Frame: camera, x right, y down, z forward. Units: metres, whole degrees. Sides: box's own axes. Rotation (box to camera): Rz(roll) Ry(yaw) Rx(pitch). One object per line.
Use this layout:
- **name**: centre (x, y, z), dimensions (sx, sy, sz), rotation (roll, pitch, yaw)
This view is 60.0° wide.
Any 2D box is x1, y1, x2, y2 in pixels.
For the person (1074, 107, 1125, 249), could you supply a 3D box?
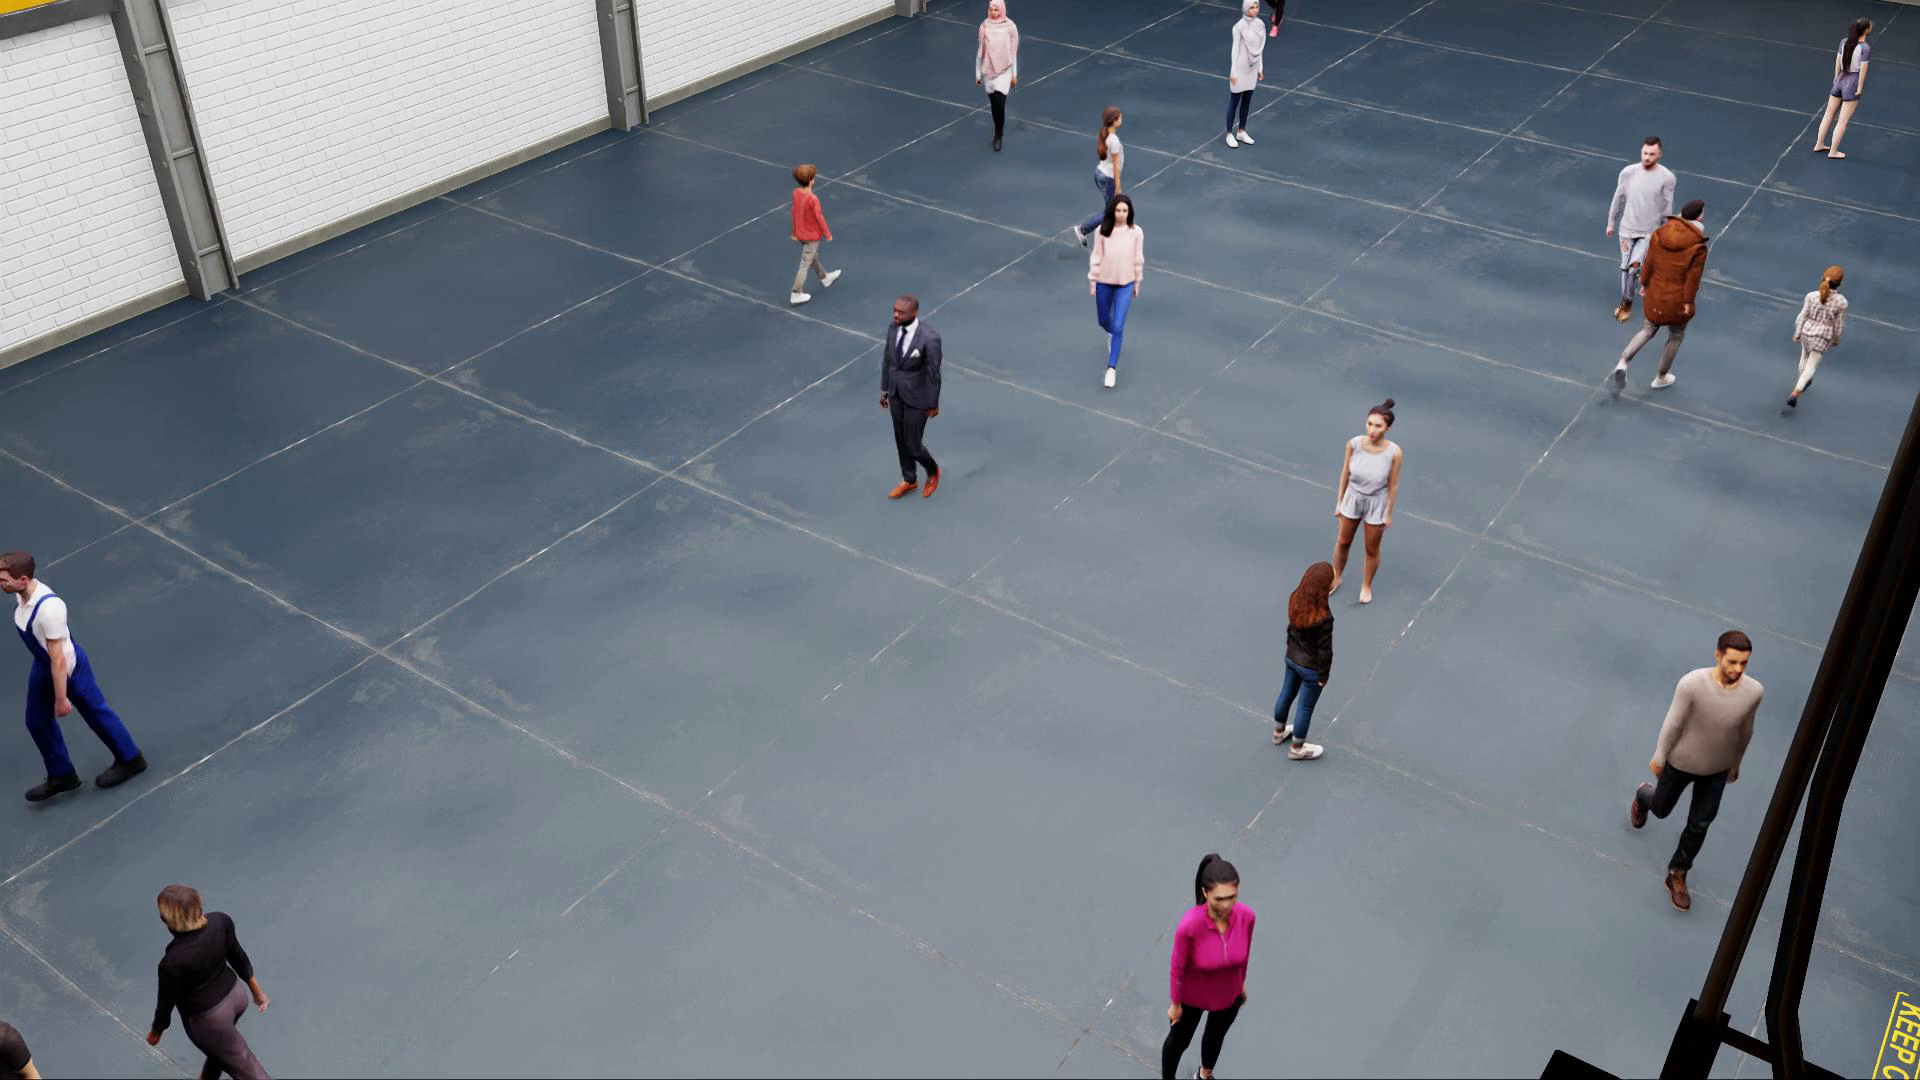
- **person**: centre (1.517, -3.768, 17.443), dimensions (0.956, 1.552, 0.849), rotation (-10, 35, -14)

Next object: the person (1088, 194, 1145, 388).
- **person**: centre (1.405, -2.326, 15.101), dimensions (0.939, 1.742, 1.212), rotation (7, 34, 10)

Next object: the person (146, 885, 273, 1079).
- **person**: centre (-3.534, 2.379, 8.134), dimensions (0.947, 1.620, 1.088), rotation (6, 34, 9)

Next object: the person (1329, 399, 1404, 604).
- **person**: centre (2.967, -0.275, 12.137), dimensions (0.600, 1.608, 0.562), rotation (15, 36, 21)

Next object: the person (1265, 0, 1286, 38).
- **person**: centre (4.617, -8.145, 23.908), dimensions (0.696, 1.684, 0.936), rotation (14, 36, 20)

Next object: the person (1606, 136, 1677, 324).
- **person**: centre (6.607, -3.049, 16.123), dimensions (0.719, 1.816, 0.655), rotation (24, 40, 31)

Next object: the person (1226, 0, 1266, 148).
- **person**: centre (3.439, -5.666, 20.096), dimensions (0.615, 1.775, 0.745), rotation (-17, 37, -24)

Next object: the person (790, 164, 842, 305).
- **person**: centre (-1.552, -2.991, 16.426), dimensions (0.975, 1.384, 0.690), rotation (-24, 41, -32)

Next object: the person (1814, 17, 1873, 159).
- **person**: centre (10.553, -5.391, 19.798), dimensions (0.713, 1.647, 0.684), rotation (-12, 35, -17)

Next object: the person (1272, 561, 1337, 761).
- **person**: centre (2.216, 0.764, 10.689), dimensions (0.630, 1.481, 0.631), rotation (-17, 37, -24)

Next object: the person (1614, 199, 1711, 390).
- **person**: centre (6.234, -2.123, 14.727), dimensions (1.094, 1.818, 0.899), rotation (-22, 39, -29)

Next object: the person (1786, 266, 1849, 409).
- **person**: centre (7.553, -1.776, 14.686), dimensions (0.593, 1.287, 0.969), rotation (26, 42, 34)

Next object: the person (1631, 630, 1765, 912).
- **person**: centre (4.253, 1.232, 9.650), dimensions (0.980, 1.851, 1.154), rotation (2, 34, 4)

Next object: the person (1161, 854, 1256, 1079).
- **person**: centre (1.229, 2.232, 8.283), dimensions (0.671, 1.698, 0.749), rotation (-10, 35, -15)

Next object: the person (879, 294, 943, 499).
- **person**: centre (-0.339, -1.165, 13.295), dimensions (0.727, 1.808, 0.753), rotation (-28, 43, -35)

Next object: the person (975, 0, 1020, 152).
- **person**: centre (0.472, -5.643, 20.053), dimensions (0.769, 1.785, 0.860), rotation (10, 35, 14)

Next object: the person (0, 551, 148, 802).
- **person**: centre (-5.480, 0.783, 10.347), dimensions (0.733, 1.828, 0.962), rotation (27, 42, 34)
